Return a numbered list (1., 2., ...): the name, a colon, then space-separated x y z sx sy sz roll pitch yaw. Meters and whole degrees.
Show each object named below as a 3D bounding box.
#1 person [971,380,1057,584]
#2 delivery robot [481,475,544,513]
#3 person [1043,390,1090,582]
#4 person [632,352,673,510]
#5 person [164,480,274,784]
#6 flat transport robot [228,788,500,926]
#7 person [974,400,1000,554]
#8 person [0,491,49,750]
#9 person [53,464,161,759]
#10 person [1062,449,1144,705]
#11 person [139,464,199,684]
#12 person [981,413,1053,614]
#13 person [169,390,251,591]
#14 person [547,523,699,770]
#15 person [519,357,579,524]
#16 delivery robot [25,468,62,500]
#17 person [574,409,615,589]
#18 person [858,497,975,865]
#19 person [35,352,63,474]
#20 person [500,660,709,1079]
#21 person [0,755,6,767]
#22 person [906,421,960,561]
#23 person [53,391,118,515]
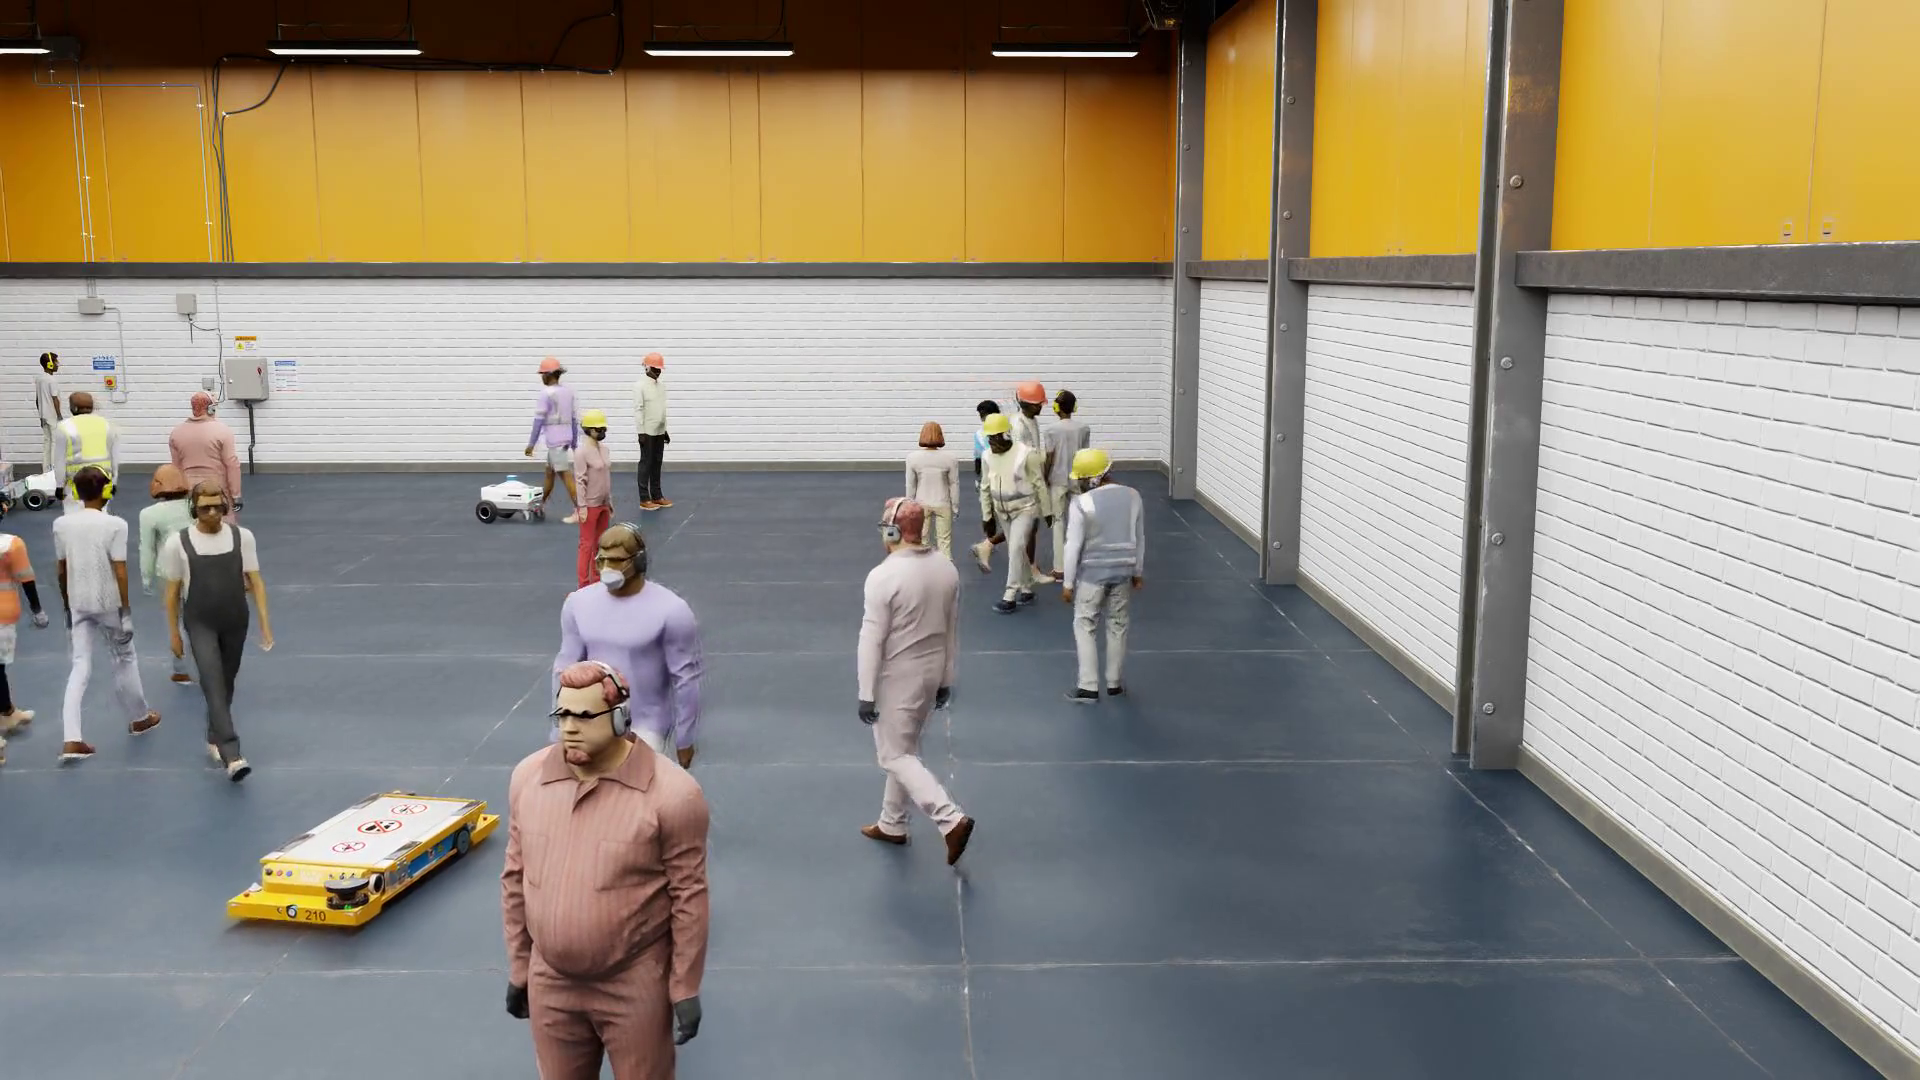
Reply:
1. person: 0.512 -0.553 15.978 0.783 2.001 0.622 2 10 15
2. delivery robot: -5.363 -0.531 19.935 0.707 0.478 0.477 2 10 15
3. person: 1.026 -0.525 16.184 0.534 1.864 0.309 -3 10 -20
4. person: -3.883 -1.379 21.037 0.386 1.989 0.608 4 10 23
5. person: -4.407 0.533 9.927 0.522 1.779 1.010 -8 12 -39
6. flat transport robot: -2.932 1.552 8.318 0.652 0.197 1.431 2 9 11
7. person: 0.462 -0.642 17.519 0.647 1.664 0.317 3 10 18
8. person: -6.097 0.483 10.595 0.538 1.662 0.793 2 9 11
9. person: -5.454 0.437 10.505 0.525 1.808 0.994 0 9 -1
10. person: 0.999 0.254 11.641 0.648 1.795 0.409 -4 10 -24
11. person: -5.706 0.251 12.148 0.352 1.619 0.526 9 13 44
12. person: 0.450 -0.243 14.769 0.616 1.763 0.858 8 12 40
13. person: -6.981 -0.437 15.508 0.636 1.911 0.405 1 9 7
14. person: -1.536 0.888 7.349 0.641 1.919 0.719 4 10 23
15. person: -4.905 -1.177 19.823 1.059 1.982 0.616 3 10 15
16. delivery robot: -11.420 -0.717 21.080 0.707 0.478 0.477 -3 10 -16
17. person: -3.316 -0.315 15.194 0.319 1.767 0.534 3 10 18
18. person: -0.236 0.720 8.512 0.811 1.882 0.651 7 12 37
19. person: -12.751 -1.694 23.354 0.535 1.863 0.309 6 11 34
20. person: -1.067 1.290 4.926 0.639 1.909 0.402 2 10 14
21. person: -6.079 0.462 9.785 0.617 1.979 0.633 -8 12 -39
22. person: -0.252 -0.286 15.413 0.500 1.636 0.286 0 9 2
23. person: -8.692 -0.577 16.628 0.548 1.824 0.643 5 11 30
